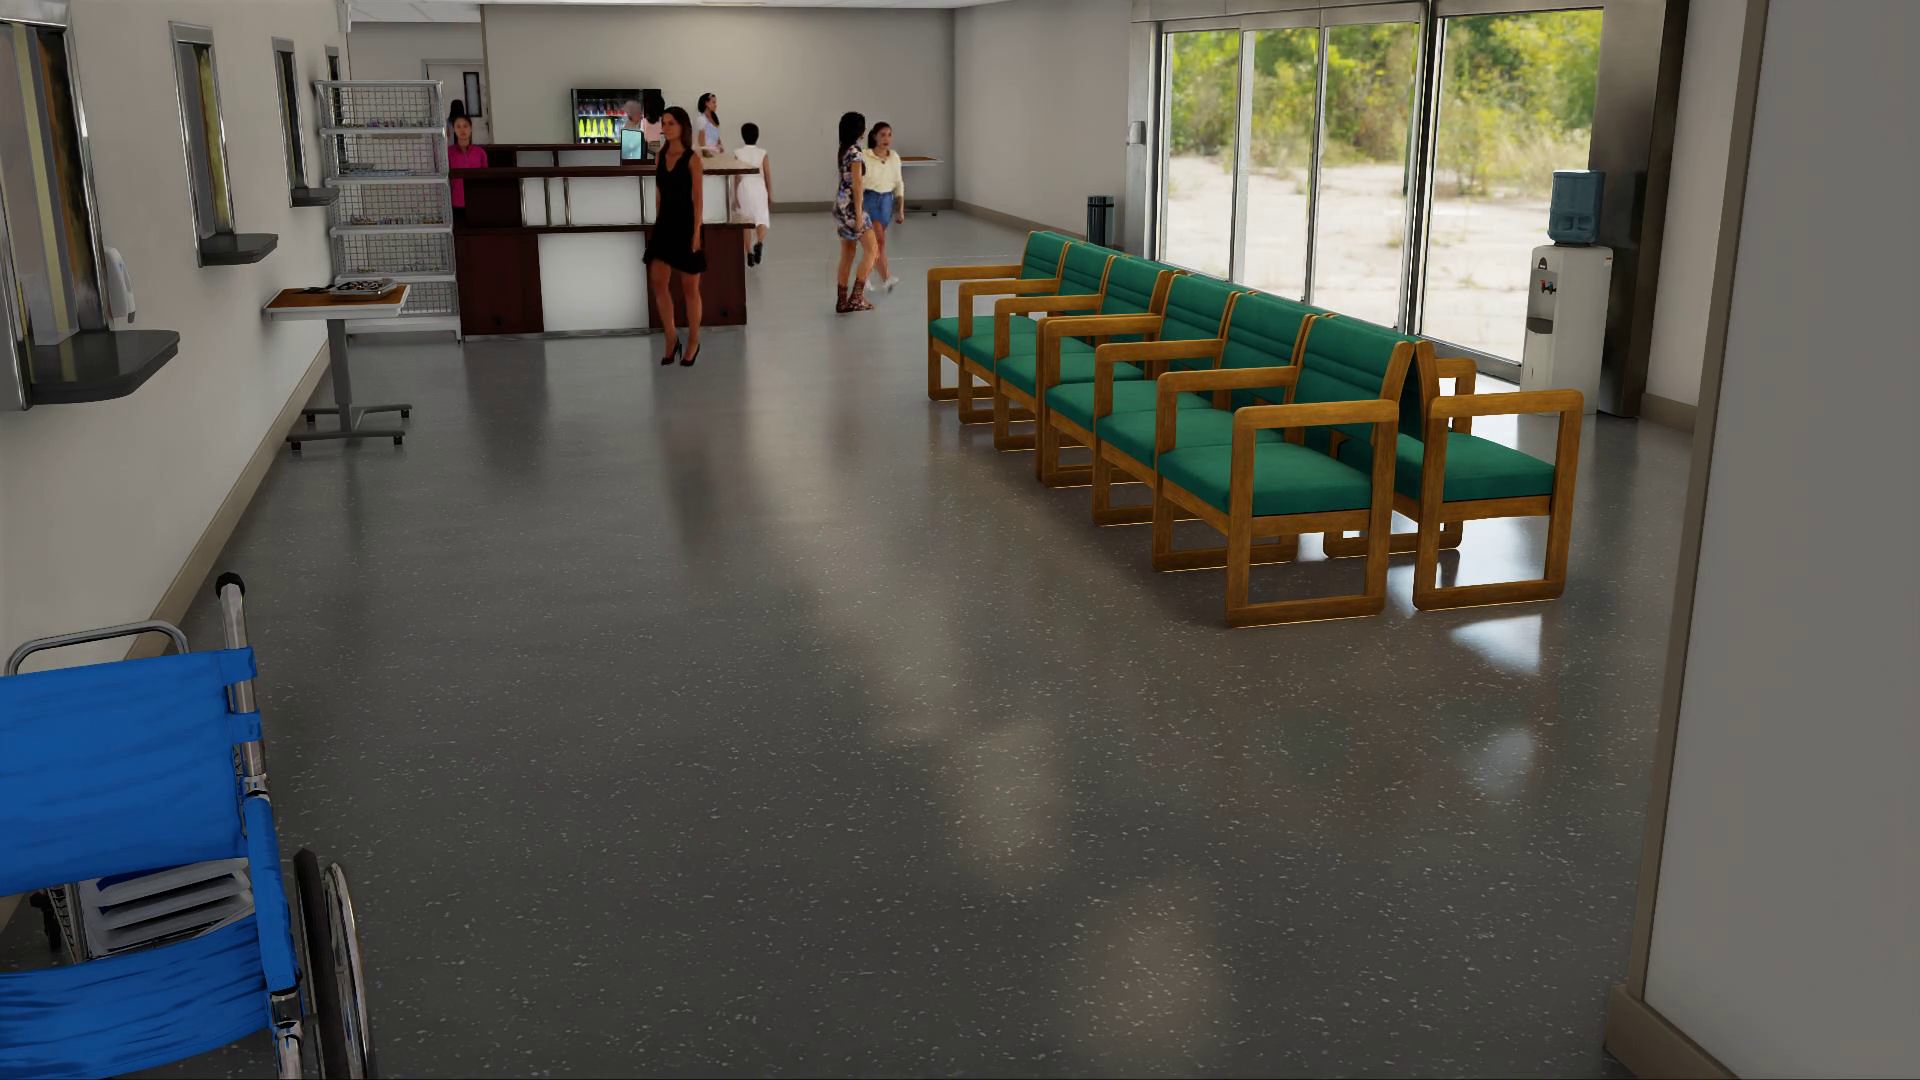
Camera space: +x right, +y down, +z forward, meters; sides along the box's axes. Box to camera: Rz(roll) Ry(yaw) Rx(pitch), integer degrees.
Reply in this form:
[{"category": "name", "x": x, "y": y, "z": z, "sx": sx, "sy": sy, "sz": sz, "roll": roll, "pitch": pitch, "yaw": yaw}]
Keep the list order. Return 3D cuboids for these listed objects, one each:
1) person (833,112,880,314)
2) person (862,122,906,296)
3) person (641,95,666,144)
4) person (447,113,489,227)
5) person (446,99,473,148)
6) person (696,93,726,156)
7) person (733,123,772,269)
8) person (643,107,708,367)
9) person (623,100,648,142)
[{"category": "person", "x": -1.025, "y": -2.844, "z": 14.560, "sx": 0.687, "sy": 1.718, "sz": 0.652, "roll": -7, "pitch": 17, "yaw": -23}, {"category": "person", "x": -0.818, "y": -3.114, "z": 15.770, "sx": 1.107, "sy": 1.580, "sz": 0.898, "roll": -8, "pitch": 18, "yaw": -26}, {"category": "person", "x": -4.195, "y": -5.284, "z": 23.121, "sx": 0.696, "sy": 1.769, "sz": 0.787, "roll": 7, "pitch": 17, "yaw": 22}, {"category": "person", "x": -4.626, "y": -3.138, "z": 15.638, "sx": 0.551, "sy": 1.698, "sz": 0.681, "roll": -8, "pitch": 17, "yaw": -25}, {"category": "person", "x": -8.698, "y": -6.834, "z": 28.910, "sx": 0.772, "sy": 1.610, "sz": 0.837, "roll": 7, "pitch": 17, "yaw": 24}, {"category": "person", "x": -3.238, "y": -4.775, "z": 21.243, "sx": 0.914, "sy": 1.807, "sz": 0.867, "roll": 6, "pitch": 17, "yaw": 20}, {"category": "person", "x": -2.216, "y": -3.636, "z": 17.708, "sx": 0.917, "sy": 1.535, "sz": 0.703, "roll": -1, "pitch": 16, "yaw": -5}, {"category": "person", "x": -1.941, "y": -2.142, "z": 11.872, "sx": 0.730, "sy": 1.825, "sz": 0.794, "roll": 7, "pitch": 17, "yaw": 24}, {"category": "person", "x": -3.968, "y": -4.356, "z": 19.908, "sx": 0.850, "sy": 1.726, "sz": 0.676, "roll": -7, "pitch": 17, "yaw": -23}]
